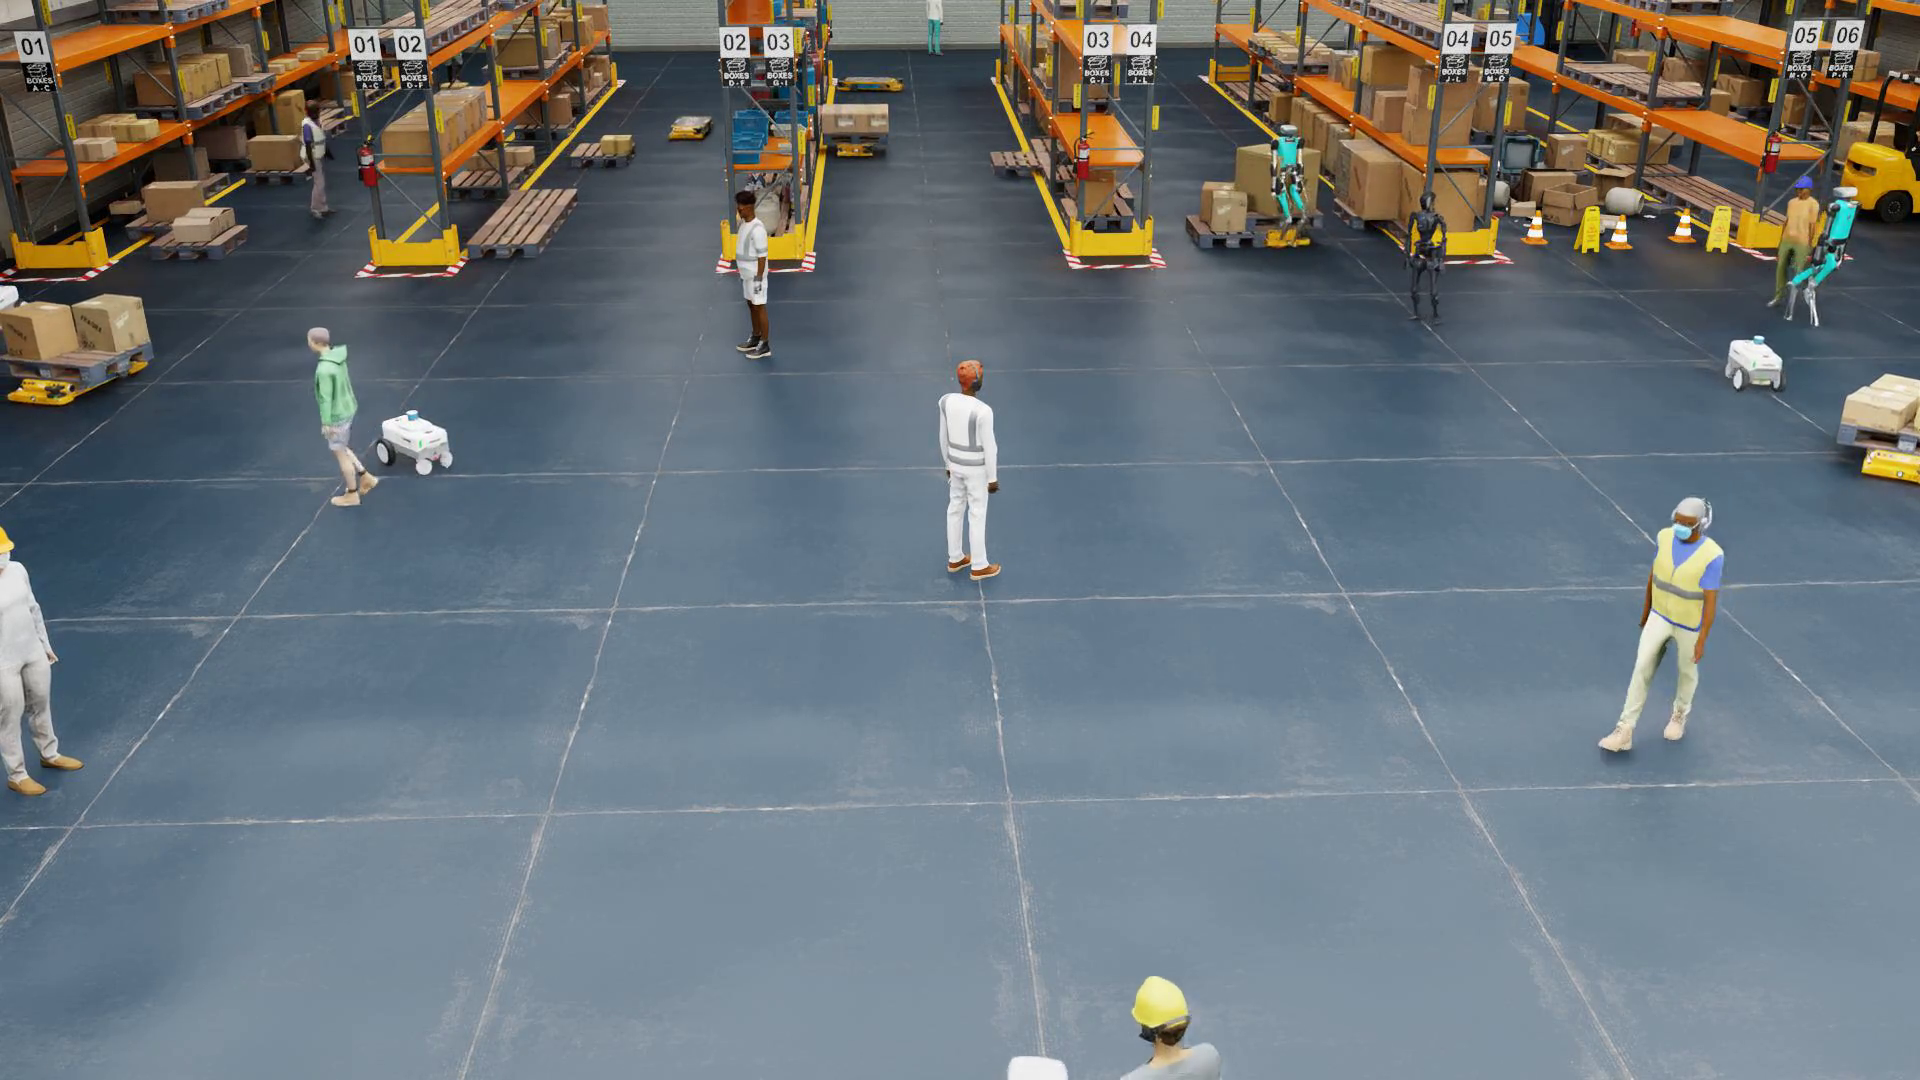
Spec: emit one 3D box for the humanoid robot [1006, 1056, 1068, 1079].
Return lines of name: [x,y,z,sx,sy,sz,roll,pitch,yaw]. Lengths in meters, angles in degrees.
humanoid robot: [0.288,2.850,6.290,0.542,1.815,0.713,-2,24,-4]

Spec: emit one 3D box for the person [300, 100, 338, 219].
person: [-10.043,-5.957,25.949,0.409,1.827,0.780,-3,24,-7]

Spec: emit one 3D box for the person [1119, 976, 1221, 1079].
person: [0.903,2.602,6.838,0.575,1.724,0.775,-15,28,-30]

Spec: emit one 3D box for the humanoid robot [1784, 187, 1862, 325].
humanoid robot: [10.602,-3.520,20.673,0.550,1.832,0.761,-12,27,-26]

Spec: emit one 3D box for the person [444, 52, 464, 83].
person: [-11.427,-10.948,37.319,0.542,1.681,0.376,0,24,0]

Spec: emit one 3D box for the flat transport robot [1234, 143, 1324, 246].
flat transport robot: [4.698,-4.676,24.979,0.659,0.231,1.431,-4,24,-8]

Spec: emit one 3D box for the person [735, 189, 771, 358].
person: [-2.421,-3.107,19.368,0.367,1.966,0.602,-10,26,-22]

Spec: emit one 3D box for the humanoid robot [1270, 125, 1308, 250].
humanoid robot: [4.807,-5.064,24.033,0.534,1.756,0.755,-8,25,-17]

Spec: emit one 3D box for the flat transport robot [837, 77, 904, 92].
flat transport robot: [-2.019,-10.304,37.626,1.431,0.231,0.659,3,24,6]

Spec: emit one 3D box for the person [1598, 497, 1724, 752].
person: [4.804,0.592,11.199,0.961,1.839,0.567,-19,30,-36]

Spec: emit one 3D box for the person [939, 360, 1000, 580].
person: [0.086,-0.582,13.797,0.574,1.882,0.356,20,31,38]

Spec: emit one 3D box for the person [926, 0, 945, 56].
person: [-0.630,-13.298,42.518,0.524,1.762,0.321,21,32,39]

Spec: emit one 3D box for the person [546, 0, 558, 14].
person: [-9.974,-12.585,40.803,0.539,1.850,0.530,5,25,12]

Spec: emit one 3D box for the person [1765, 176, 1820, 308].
person: [10.719,-3.812,21.273,0.524,1.698,0.465,-14,28,-29]

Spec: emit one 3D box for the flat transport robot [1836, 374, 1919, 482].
flat transport robot: [9.387,-0.903,16.501,0.659,0.231,1.431,13,27,27]

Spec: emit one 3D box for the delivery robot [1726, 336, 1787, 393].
delivery robot: [8.861,-1.960,18.530,0.499,0.599,0.774,1,24,2]

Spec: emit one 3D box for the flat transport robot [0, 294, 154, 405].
flat transport robot: [-9.848,-1.830,18.585,0.659,0.231,1.431,6,25,12]

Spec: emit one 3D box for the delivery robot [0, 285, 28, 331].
delivery robot: [-12.010,-2.922,20.709,0.510,0.614,0.785,-1,24,-1]

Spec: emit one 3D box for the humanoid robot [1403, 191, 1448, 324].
humanoid robot: [5.795,-3.514,20.636,0.600,1.642,0.377,21,32,39]

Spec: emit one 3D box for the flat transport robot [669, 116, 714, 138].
flat transport robot: [-5.276,-8.115,32.706,0.659,0.231,1.431,0,24,1]

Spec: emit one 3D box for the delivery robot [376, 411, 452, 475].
delivery robot: [-5.354,-0.973,16.327,0.782,0.610,0.510,20,31,37]

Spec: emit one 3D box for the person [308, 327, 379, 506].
person: [-5.692,-1.118,15.181,0.385,1.726,0.515,-1,24,-2]

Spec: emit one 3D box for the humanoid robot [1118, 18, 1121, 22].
humanoid robot: [3.529,-12.107,39.863,0.551,1.740,1.004,-17,29,-34]

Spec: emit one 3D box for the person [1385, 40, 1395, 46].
person: [9.121,-10.000,35.048,0.540,1.812,0.963,-1,24,-2]

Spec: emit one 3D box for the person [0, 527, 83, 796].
person: [-6.132,0.760,10.776,0.378,1.888,0.564,7,25,16]

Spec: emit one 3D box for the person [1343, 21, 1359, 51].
person: [9.847,-12.890,41.577,0.590,1.778,0.601,-5,24,-11]

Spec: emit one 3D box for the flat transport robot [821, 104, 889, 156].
flat transport robot: [-1.942,-7.368,31.029,0.659,0.231,1.431,-1,24,-2]

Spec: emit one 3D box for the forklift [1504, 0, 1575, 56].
forklift: [14.700,-13.805,42.301,1.873,2.768,1.129,-1,24,-2]

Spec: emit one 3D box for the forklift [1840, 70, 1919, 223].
forklift: [15.132,-6.143,25.915,2.313,2.155,1.214,-1,24,-2]
